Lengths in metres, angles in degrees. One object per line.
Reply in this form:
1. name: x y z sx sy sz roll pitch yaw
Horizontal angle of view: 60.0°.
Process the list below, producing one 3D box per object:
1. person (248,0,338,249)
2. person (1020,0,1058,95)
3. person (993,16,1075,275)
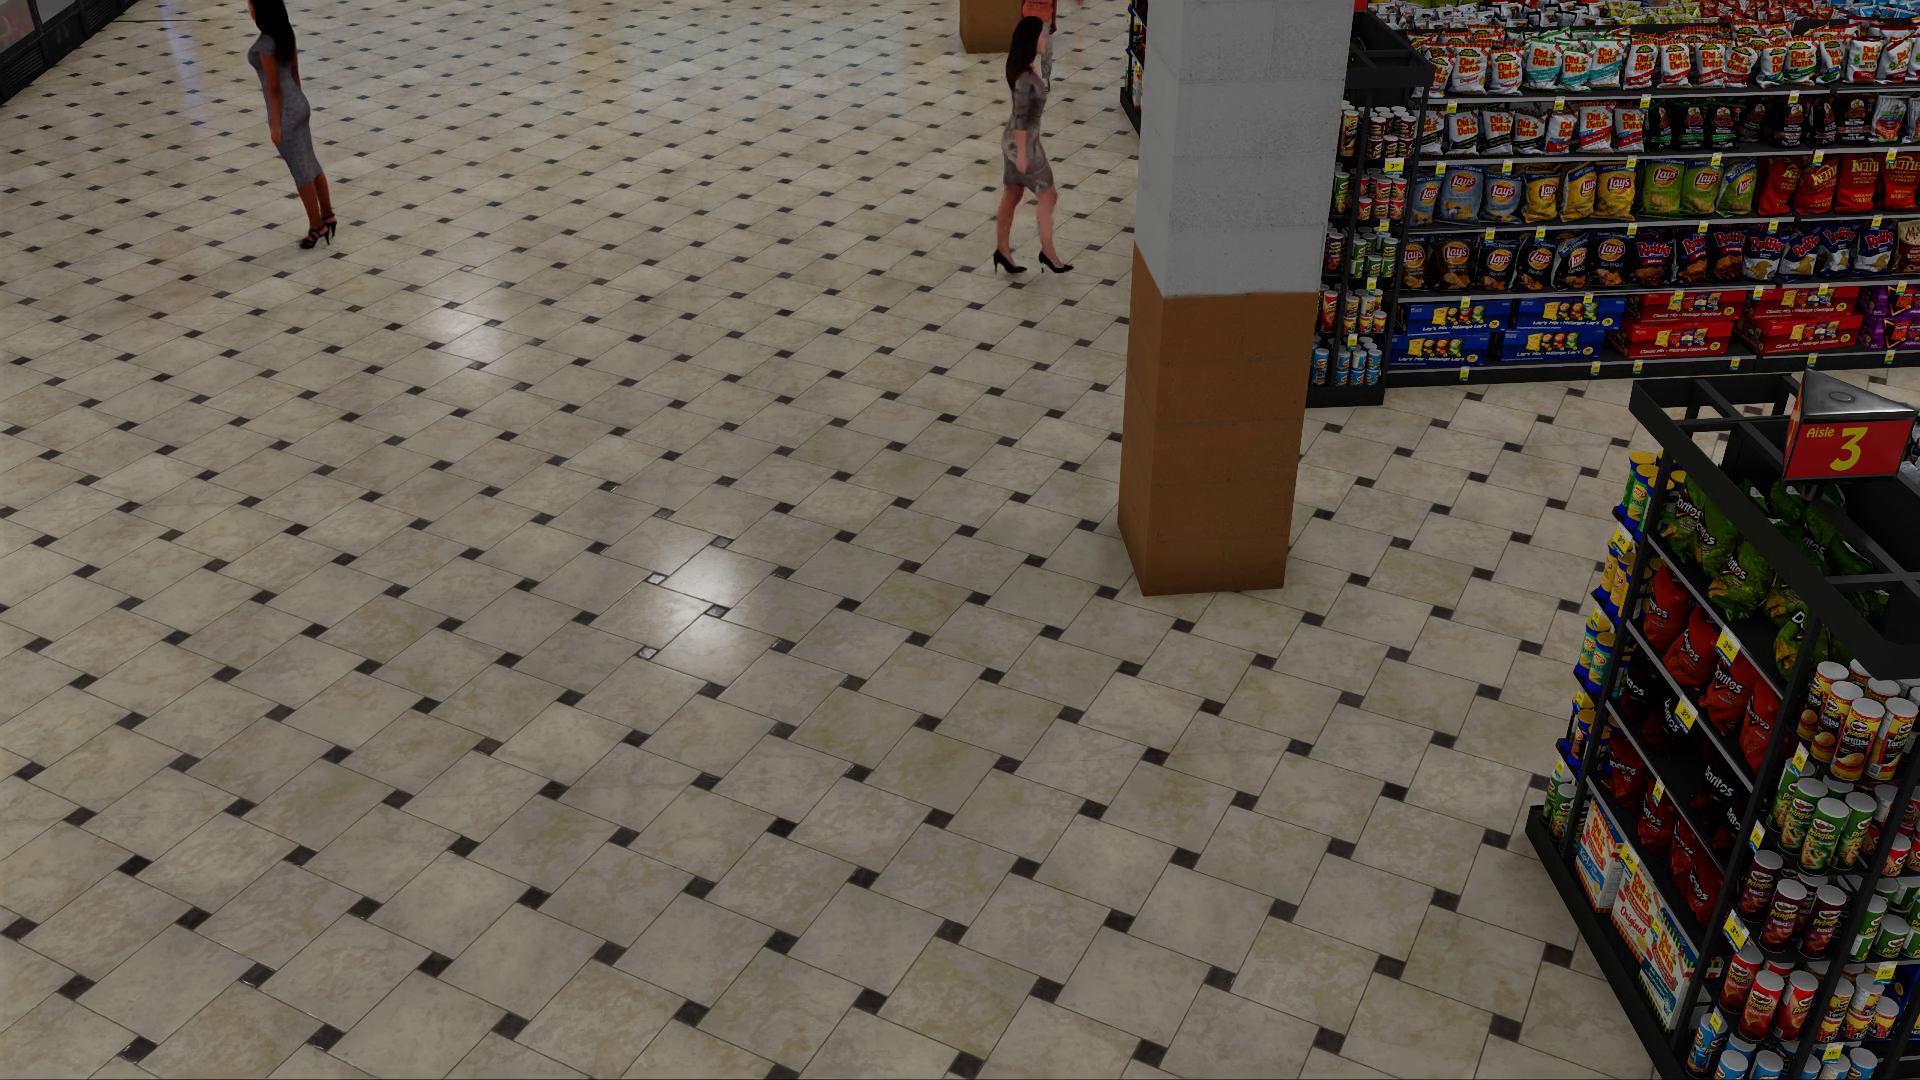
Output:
1. person: -4.599 -2.897 11.445 0.580 1.781 0.623 3 32 4
2. person: 0.695 -4.624 14.668 0.517 1.310 0.619 10 33 16
3. person: 0.333 -2.554 10.945 0.753 1.728 0.618 -3 32 -5
